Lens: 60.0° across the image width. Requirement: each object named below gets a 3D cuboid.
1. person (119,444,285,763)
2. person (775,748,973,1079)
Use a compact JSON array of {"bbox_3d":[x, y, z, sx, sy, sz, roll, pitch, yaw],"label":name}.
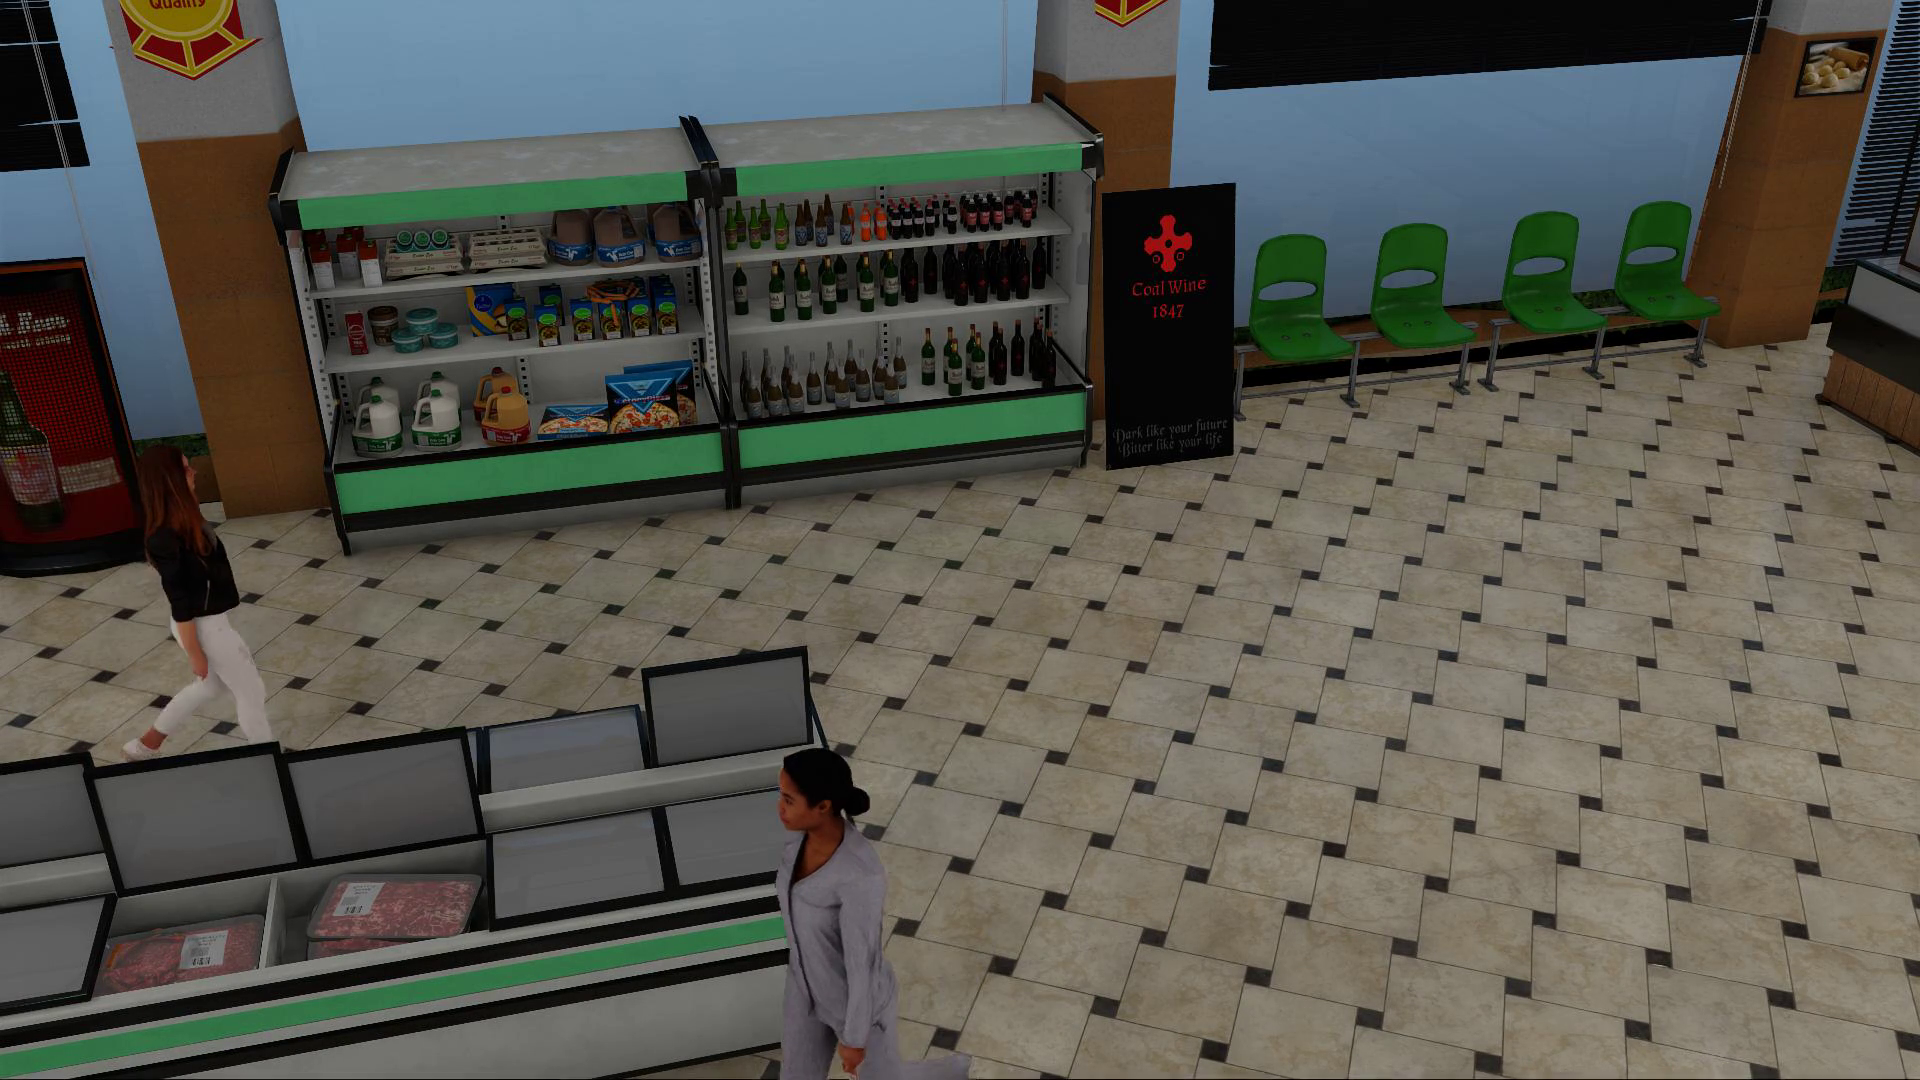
[{"bbox_3d":[-3.304,0.376,7.090,1.053,1.677,0.668,-10,30,-18],"label":"person"},{"bbox_3d":[-0.303,1.379,5.226,1.177,1.703,0.963,-24,37,-37],"label":"person"}]
